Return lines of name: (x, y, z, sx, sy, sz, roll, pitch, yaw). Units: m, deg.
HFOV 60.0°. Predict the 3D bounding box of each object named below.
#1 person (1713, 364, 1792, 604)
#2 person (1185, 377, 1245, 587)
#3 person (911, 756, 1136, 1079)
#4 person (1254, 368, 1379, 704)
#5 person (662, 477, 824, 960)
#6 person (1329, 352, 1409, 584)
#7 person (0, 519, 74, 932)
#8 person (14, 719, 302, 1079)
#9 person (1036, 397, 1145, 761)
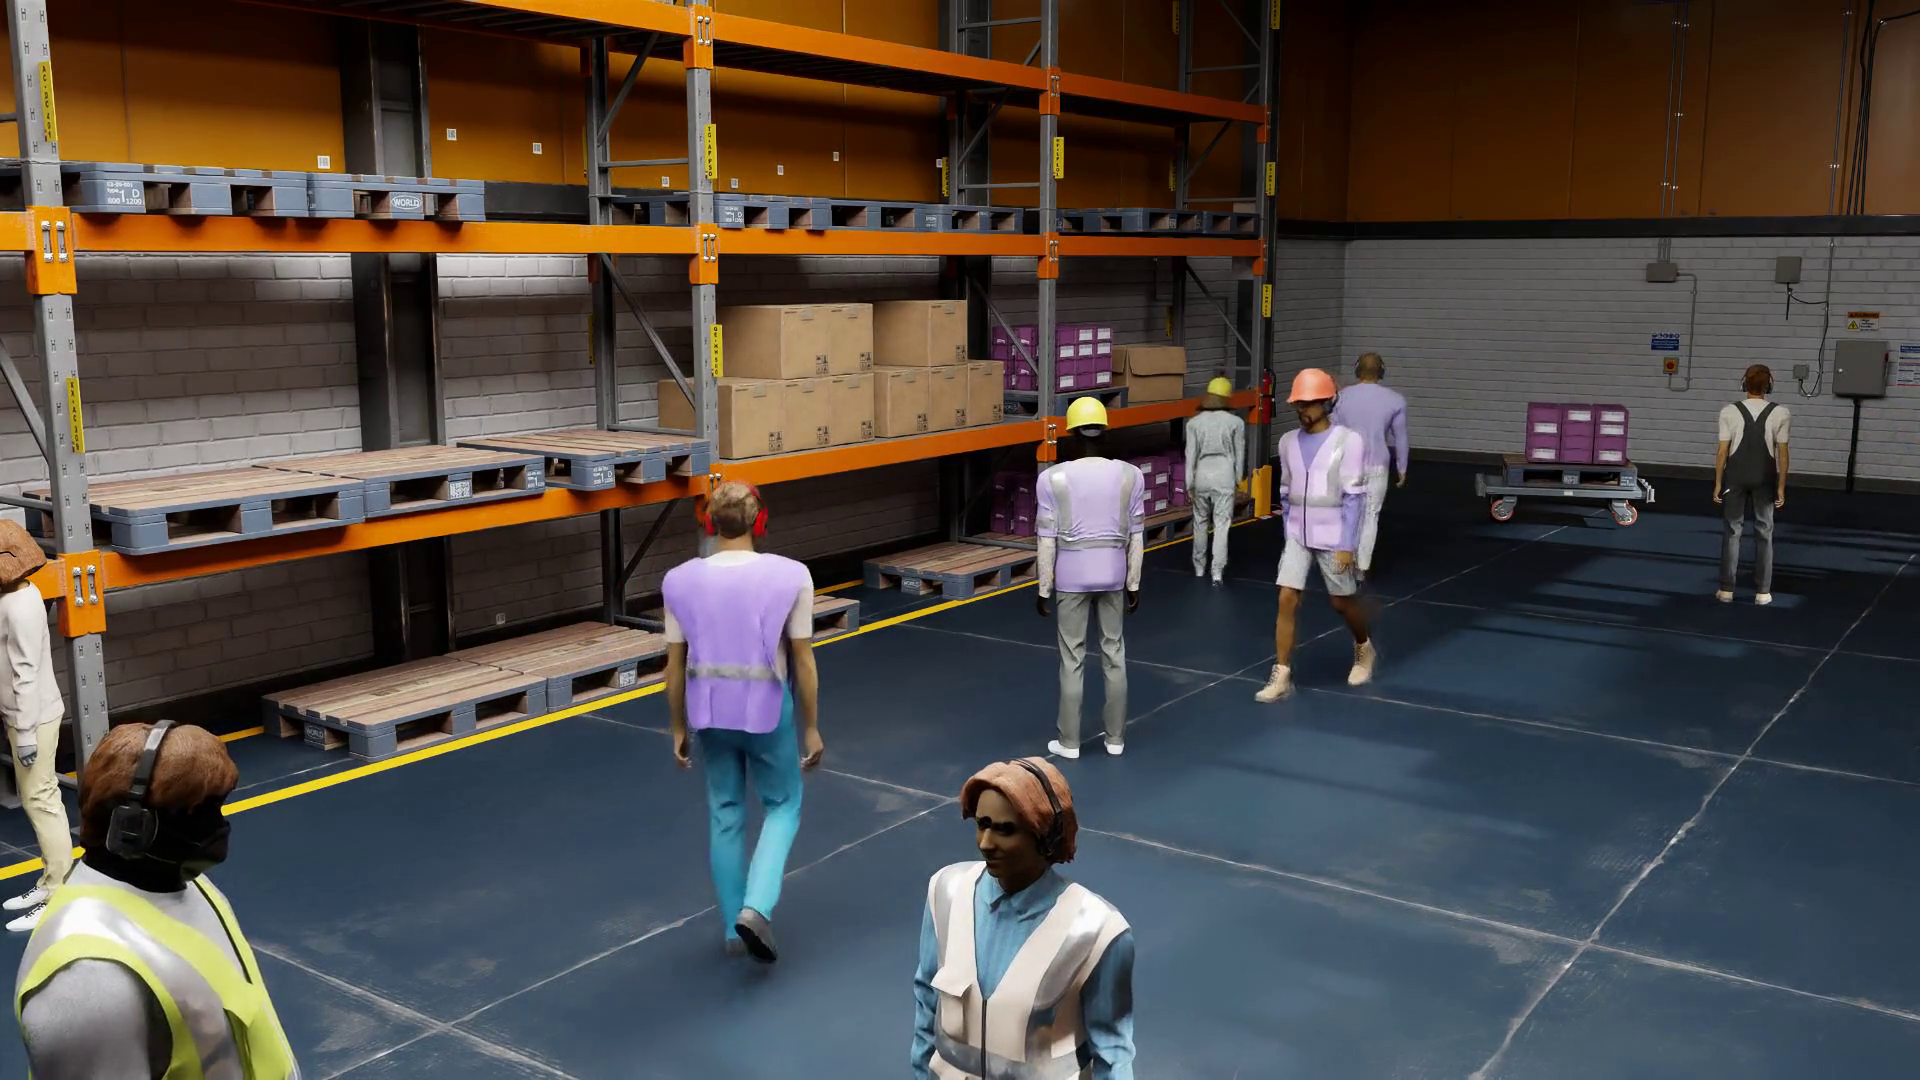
person: (6.060, -0.427, 12.762, 0.506, 1.845, 0.342, 4, 10, 23)
person: (2.071, -0.480, 13.546, 0.480, 1.690, 0.862, 2, 10, 14)
person: (0.120, 1.240, 3.443, 0.514, 1.642, 0.310, 6, 11, 33)
person: (2.201, -0.043, 10.033, 0.621, 2.008, 1.004, 9, 13, 43)
person: (-0.805, 0.686, 6.170, 0.594, 1.831, 0.473, 1, 10, 7)
person: (3.359, -0.606, 13.728, 0.652, 1.887, 1.040, 3, 10, 18)
person: (-3.696, 0.722, 6.577, 0.277, 1.629, 0.496, -6, 11, -32)
person: (-1.400, 1.219, 2.990, 0.429, 1.838, 0.621, -3, 10, -17)
person: (0.673, 0.209, 8.749, 0.585, 1.922, 0.372, -2, 10, -12)
